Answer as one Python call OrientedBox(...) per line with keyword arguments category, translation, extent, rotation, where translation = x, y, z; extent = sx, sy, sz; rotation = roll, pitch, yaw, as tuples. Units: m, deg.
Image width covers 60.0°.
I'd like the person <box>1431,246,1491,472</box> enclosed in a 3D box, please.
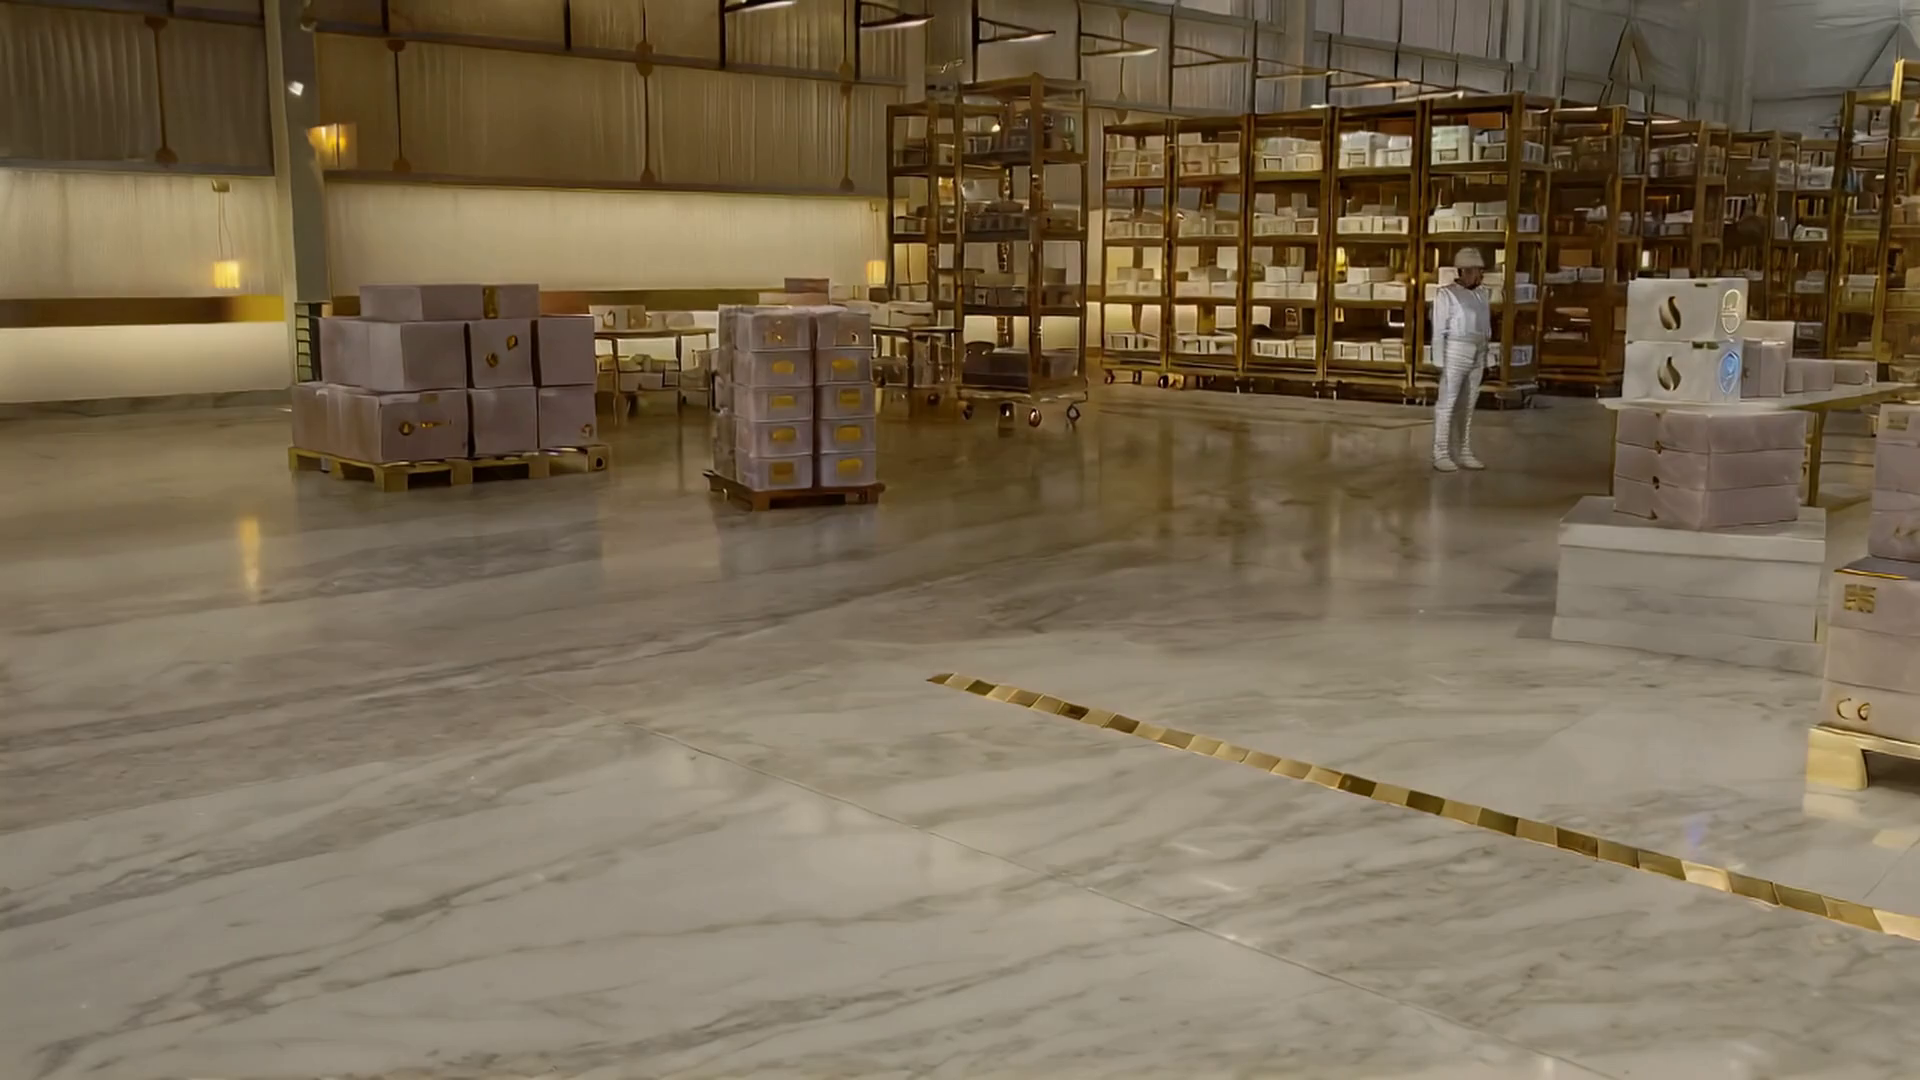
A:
OrientedBox(category="person", translation=(4.133, -1.480, 13.652), extent=(0.589, 1.834, 0.403), rotation=(-5, 11, -29))
